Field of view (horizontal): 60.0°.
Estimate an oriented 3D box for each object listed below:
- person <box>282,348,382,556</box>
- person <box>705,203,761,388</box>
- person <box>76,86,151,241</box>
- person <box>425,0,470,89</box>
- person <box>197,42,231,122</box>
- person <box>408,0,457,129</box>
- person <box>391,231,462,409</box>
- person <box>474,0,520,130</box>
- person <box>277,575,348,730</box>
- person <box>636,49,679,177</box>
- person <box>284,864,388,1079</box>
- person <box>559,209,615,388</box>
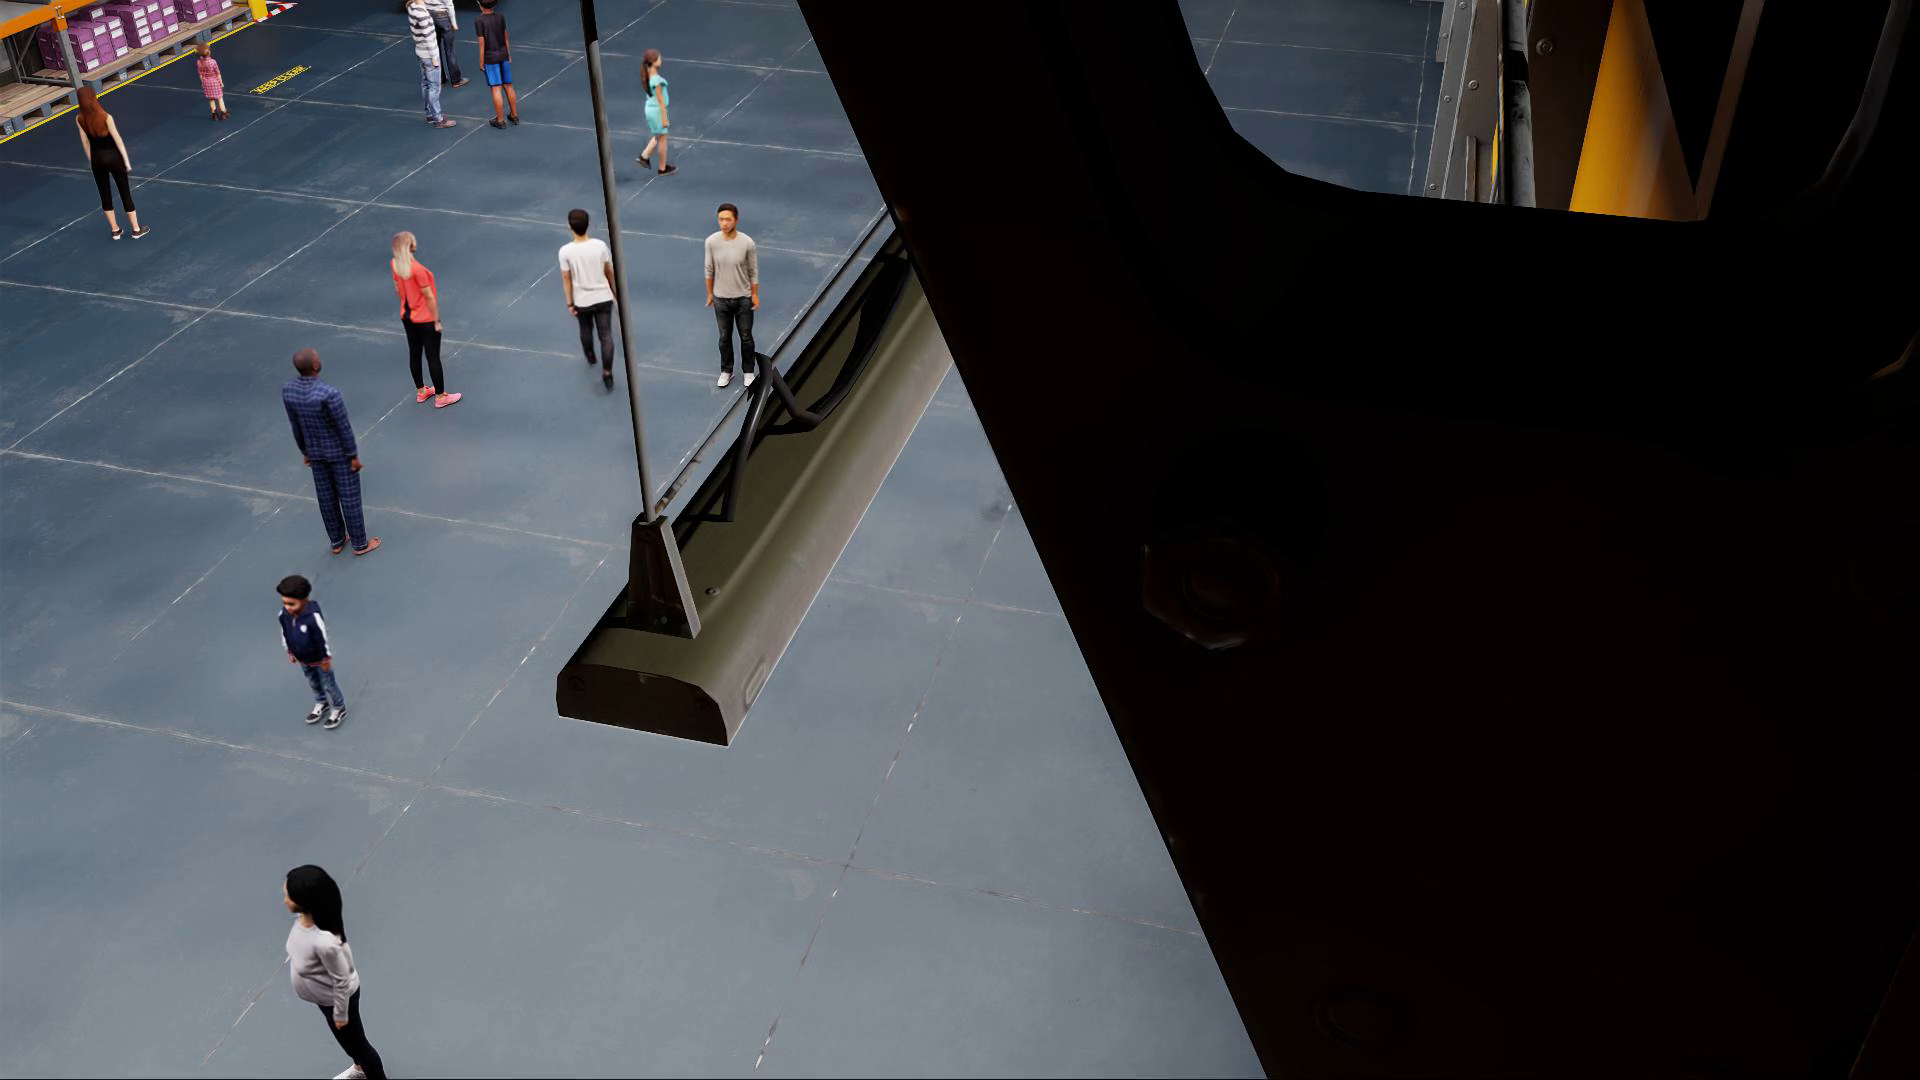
[{"bbox_3d":[-4.993,-0.700,13.155,0.663,1.824,0.596,7,34,11],"label":"person"},{"bbox_3d":[-2.121,-2.307,15.584,0.696,1.811,0.626,1,34,2],"label":"person"},{"bbox_3d":[-9.496,-4.197,18.505,0.637,1.726,0.613,-2,34,-4],"label":"person"},{"bbox_3d":[-7.176,-7.172,22.896,0.645,1.820,0.538,9,35,13],"label":"person"},{"bbox_3d":[-9.878,-6.050,21.930,0.495,1.022,0.534,-7,34,-11],"label":"person"},{"bbox_3d":[-6.913,-6.310,21.570,0.760,1.852,0.713,-19,38,-27],"label":"person"},{"bbox_3d":[-4.970,-2.037,15.285,0.653,1.693,0.636,20,39,27],"label":"person"},{"bbox_3d":[-6.012,-6.244,21.521,0.768,1.797,0.659,28,43,35],"label":"person"},{"bbox_3d":[-4.480,0.759,11.504,0.515,1.222,0.485,11,35,15],"label":"person"},{"bbox_3d":[-3.728,-5.144,20.087,0.826,1.551,0.764,-18,38,-25],"label":"person"},{"bbox_3d":[-3.264,2.342,8.690,0.745,1.701,0.710,-23,40,-31],"label":"person"},{"bbox_3d":[-3.439,-2.242,15.605,0.988,1.680,1.181,-9,35,-13],"label":"person"}]
